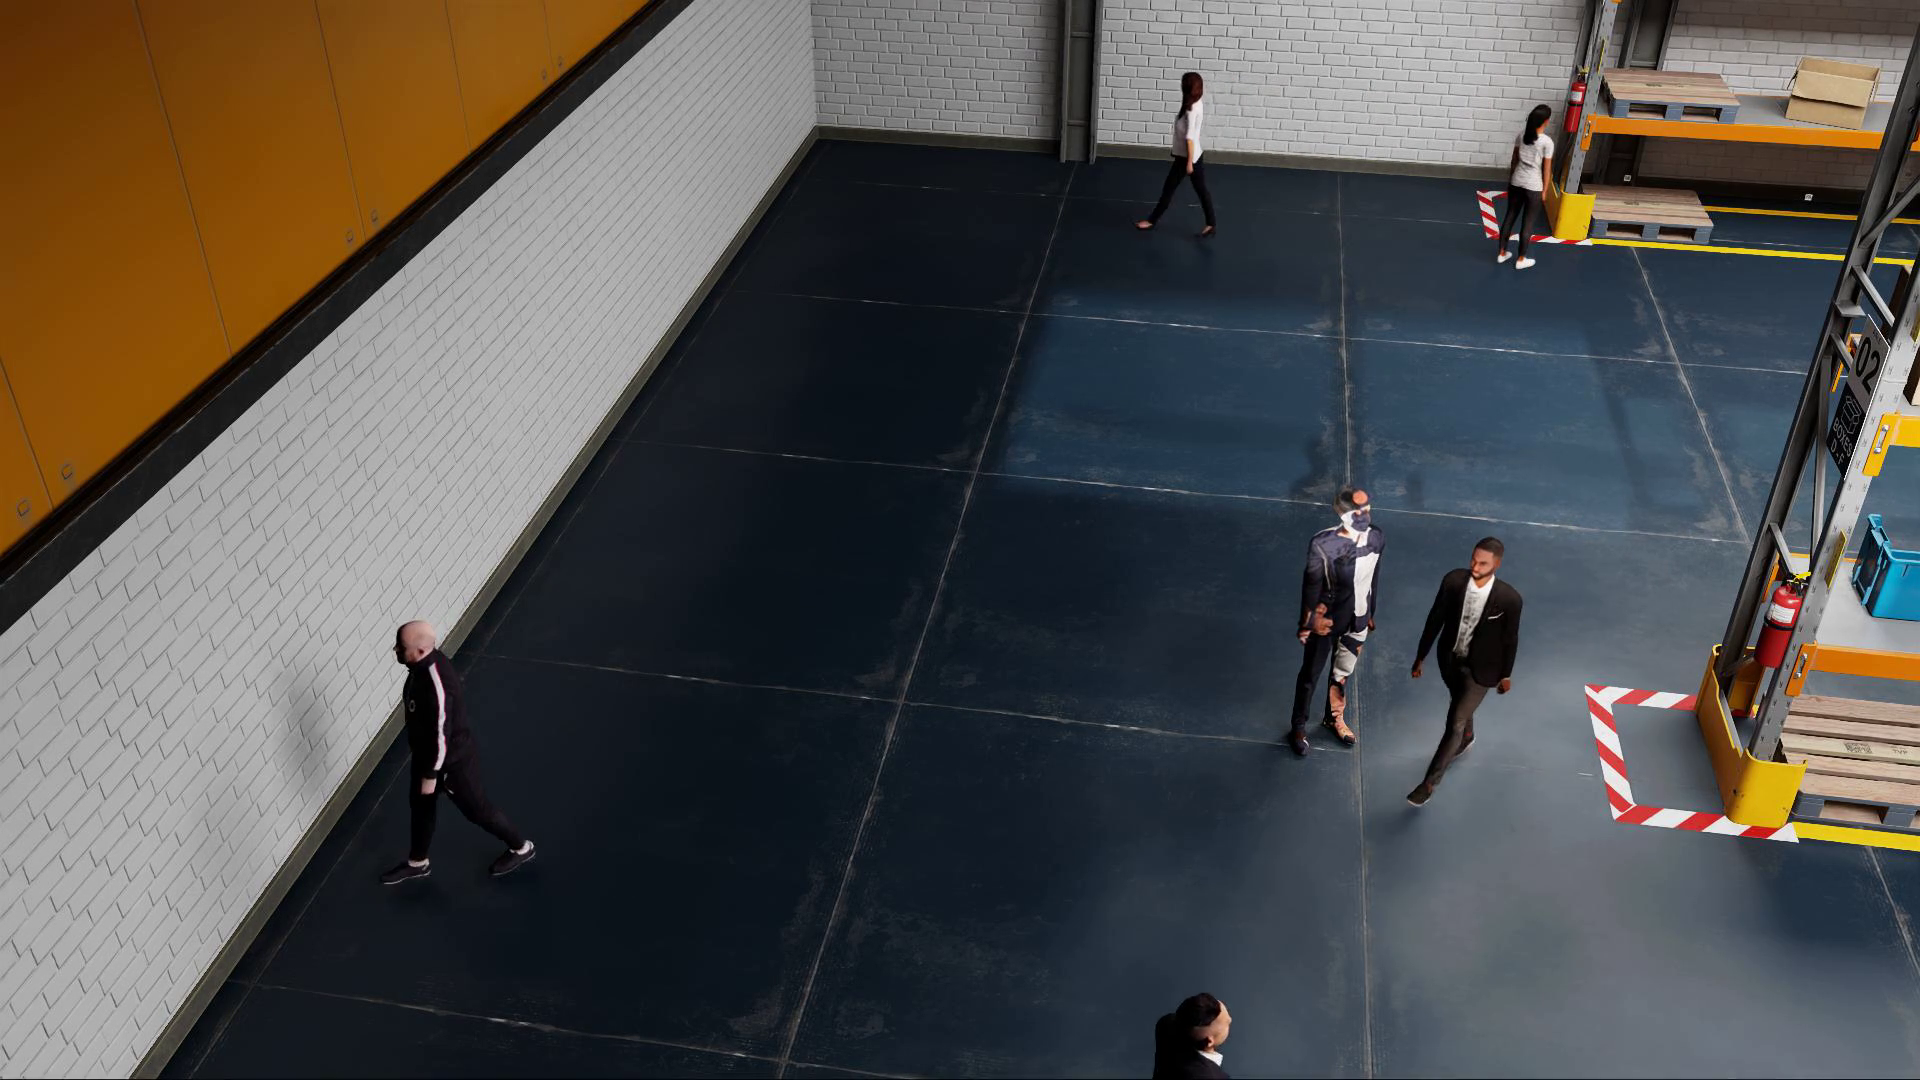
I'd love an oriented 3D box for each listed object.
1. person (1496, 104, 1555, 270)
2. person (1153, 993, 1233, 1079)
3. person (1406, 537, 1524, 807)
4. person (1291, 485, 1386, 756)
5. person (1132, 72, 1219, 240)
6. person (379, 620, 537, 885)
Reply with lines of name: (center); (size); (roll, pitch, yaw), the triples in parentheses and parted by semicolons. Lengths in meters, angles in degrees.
person: (5.648, -3.527, 16.570); (0.711, 1.643, 0.636); (-25, 41, -32)
person: (0.866, 2.615, 7.086); (1.325, 1.914, 1.049); (-7, 34, -11)
person: (3.111, 0.722, 10.084); (1.216, 1.747, 1.160); (28, 43, 35)
person: (2.339, 0.480, 10.313); (0.696, 1.897, 0.835); (-9, 35, -14)
person: (2.423, -3.862, 16.992); (1.123, 1.733, 0.662); (7, 34, 11)
person: (-2.780, 1.211, 9.300); (1.175, 1.801, 1.085); (-18, 38, -25)
